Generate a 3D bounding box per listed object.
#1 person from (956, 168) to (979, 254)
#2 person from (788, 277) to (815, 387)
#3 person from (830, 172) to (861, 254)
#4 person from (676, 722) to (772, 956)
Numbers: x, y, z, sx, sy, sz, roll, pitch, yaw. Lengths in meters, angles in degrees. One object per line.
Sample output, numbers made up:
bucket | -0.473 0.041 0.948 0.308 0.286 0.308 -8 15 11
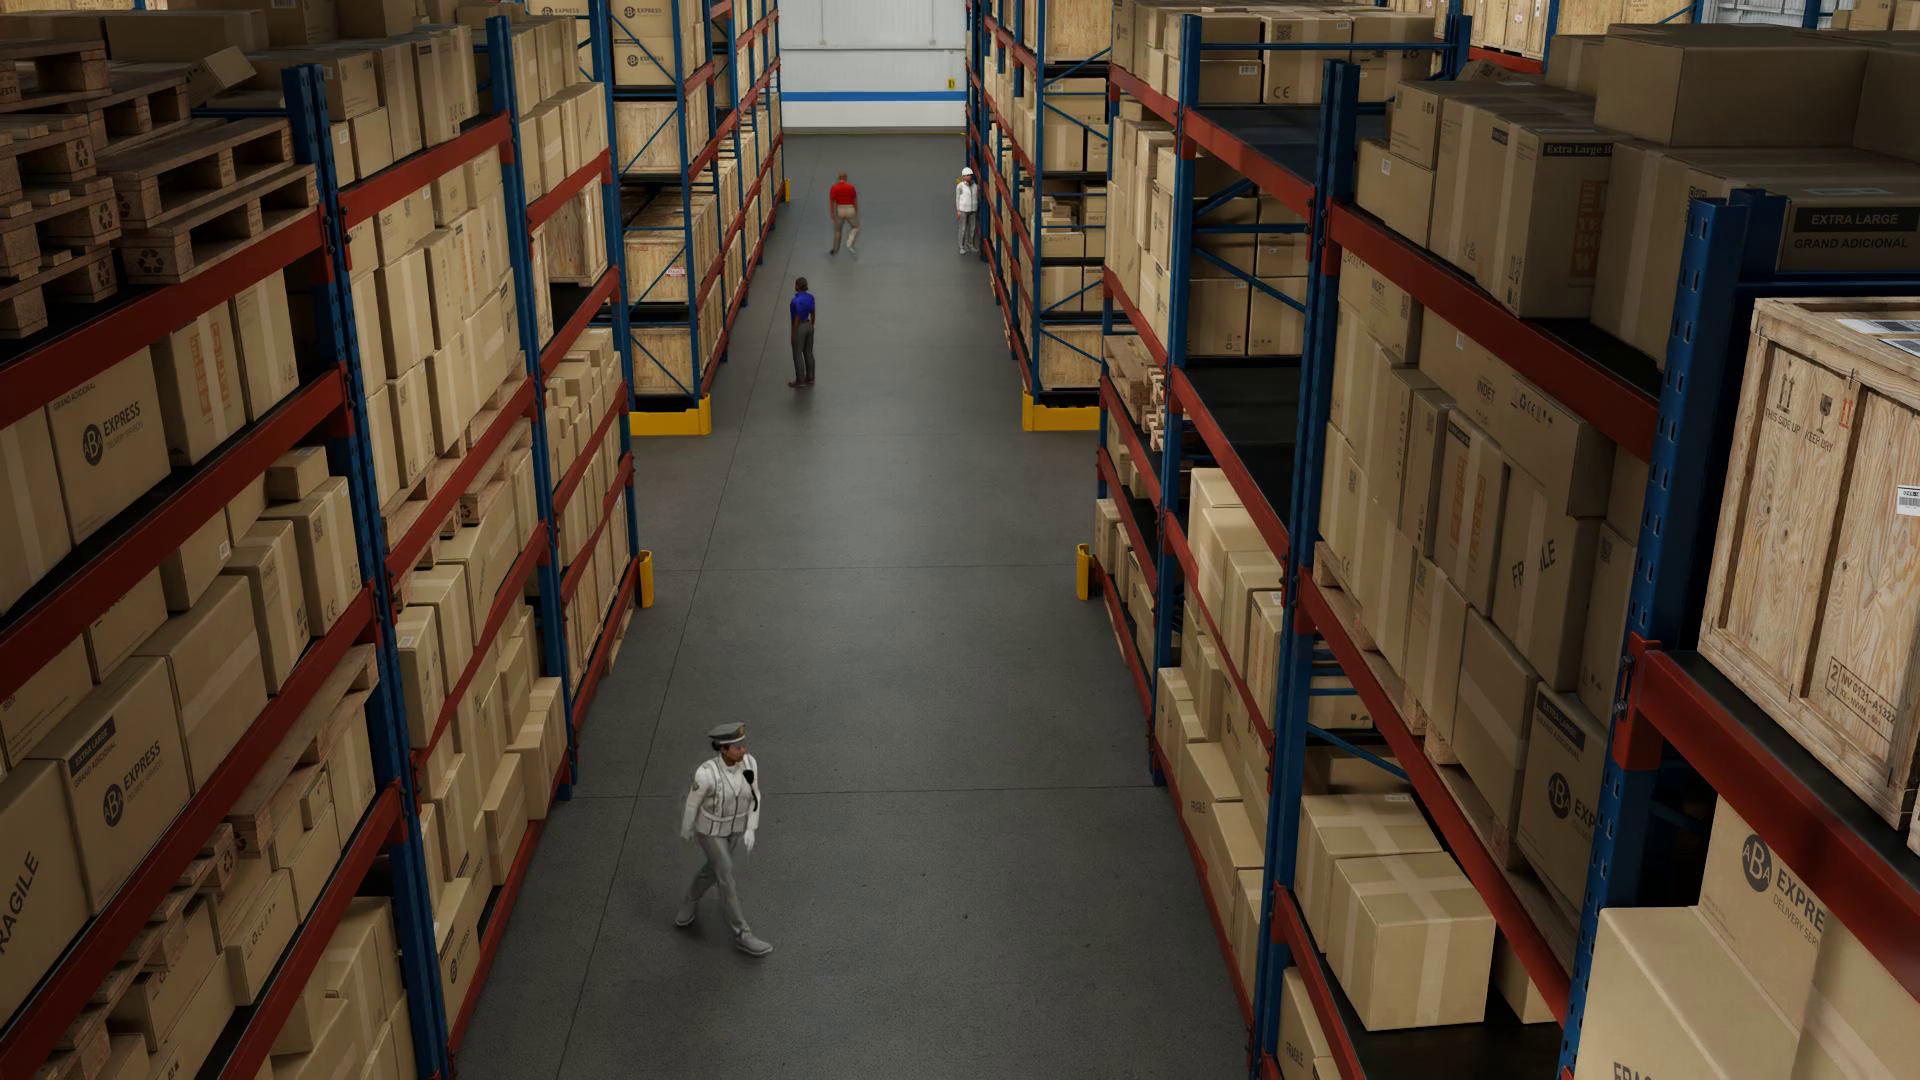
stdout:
person | 0.180 -6.964 35.147 0.525 1.776 0.372 -11 23 -28
person | -2.400 -3.148 25.087 0.345 1.657 0.439 14 24 32
person | -2.439 -6.820 34.781 0.682 1.730 0.543 2 21 6
person | -1.598 1.972 11.380 0.502 1.635 0.920 -18 27 -40
